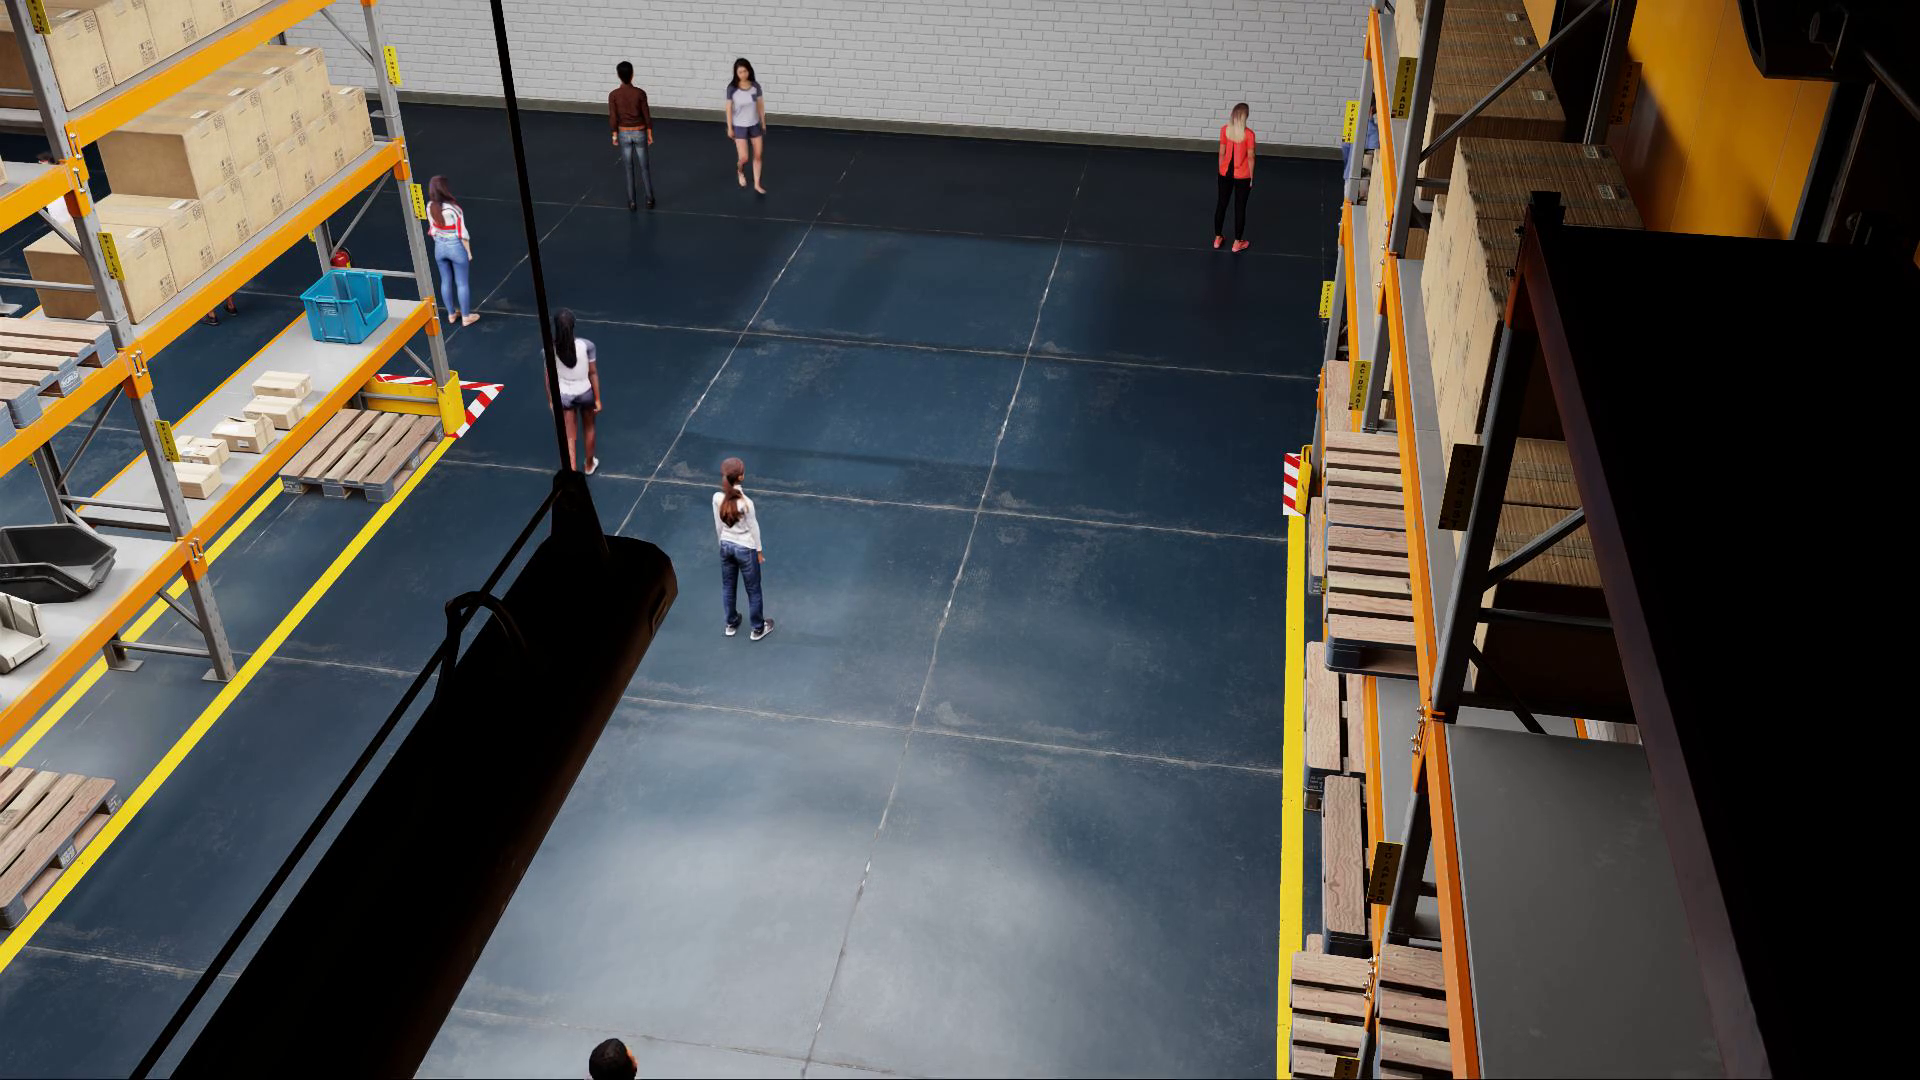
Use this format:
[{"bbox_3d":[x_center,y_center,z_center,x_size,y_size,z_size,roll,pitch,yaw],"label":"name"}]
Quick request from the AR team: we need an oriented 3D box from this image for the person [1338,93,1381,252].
[{"bbox_3d":[4.488,-4.098,18.638,0.796,1.888,0.728,-19,38,-27],"label":"person"}]

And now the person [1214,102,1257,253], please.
[{"bbox_3d":[3.112,-4.125,18.855,0.669,1.693,0.667,21,39,28],"label":"person"}]

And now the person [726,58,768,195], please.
[{"bbox_3d":[-2.627,-5.066,20.275,0.773,1.688,0.826,-19,38,-26],"label":"person"}]

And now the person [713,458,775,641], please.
[{"bbox_3d":[-1.692,0.067,12.668,0.567,1.560,0.570,12,35,17],"label":"person"}]

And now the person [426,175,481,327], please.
[{"bbox_3d":[-5.285,-3.004,17.241,0.601,1.613,0.523,9,35,13],"label":"person"}]

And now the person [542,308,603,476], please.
[{"bbox_3d":[-3.342,-1.176,14.414,0.839,1.699,1.167,-4,34,-6],"label":"person"}]

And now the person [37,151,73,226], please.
[{"bbox_3d":[-9.112,-3.160,17.282,0.749,1.829,1.248,11,35,16],"label":"person"}]

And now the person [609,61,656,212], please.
[{"bbox_3d":[-3.896,-4.806,19.803,0.709,1.779,0.656,-6,34,-9],"label":"person"}]
